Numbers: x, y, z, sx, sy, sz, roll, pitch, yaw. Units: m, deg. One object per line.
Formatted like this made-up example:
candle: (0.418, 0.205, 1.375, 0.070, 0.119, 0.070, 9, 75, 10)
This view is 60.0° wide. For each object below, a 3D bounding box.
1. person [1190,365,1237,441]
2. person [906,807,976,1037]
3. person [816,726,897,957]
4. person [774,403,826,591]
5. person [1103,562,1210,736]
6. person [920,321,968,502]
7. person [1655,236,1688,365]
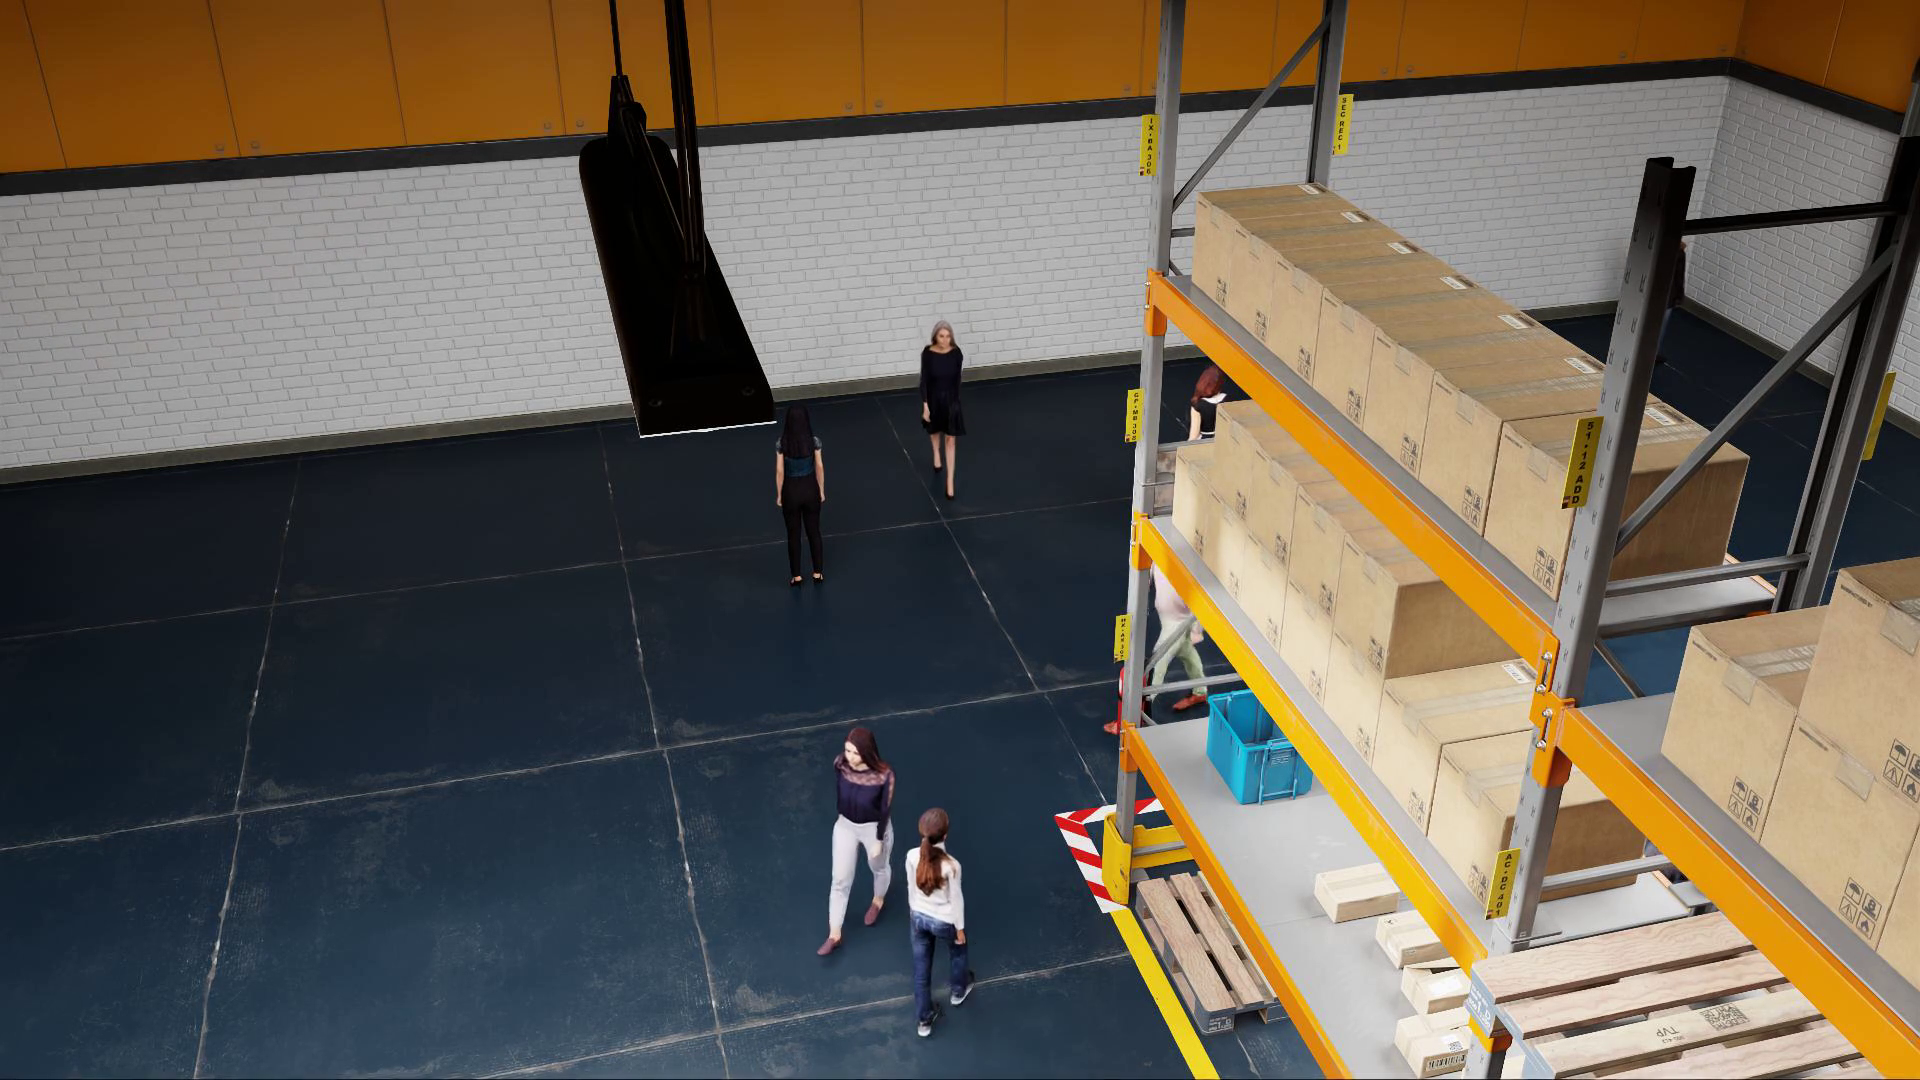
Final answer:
person: (2.229, -0.721, 14.865, 0.579, 1.796, 0.474, -7, 29, -12)
person: (-0.176, 2.260, 9.663, 0.772, 1.544, 0.880, 9, 30, 17)
person: (-0.567, 1.800, 10.468, 0.912, 1.580, 1.018, 12, 31, 20)
person: (-1.370, -0.377, 14.295, 0.571, 1.736, 0.492, -6, 29, -11)
person: (1.681, 0.593, 12.439, 0.943, 1.812, 1.286, -14, 31, -24)
person: (-0.199, -1.305, 16.040, 0.710, 1.696, 1.205, -3, 29, -5)
person: (7.960, -2.814, 18.870, 0.759, 1.633, 0.645, -17, 33, -28)
